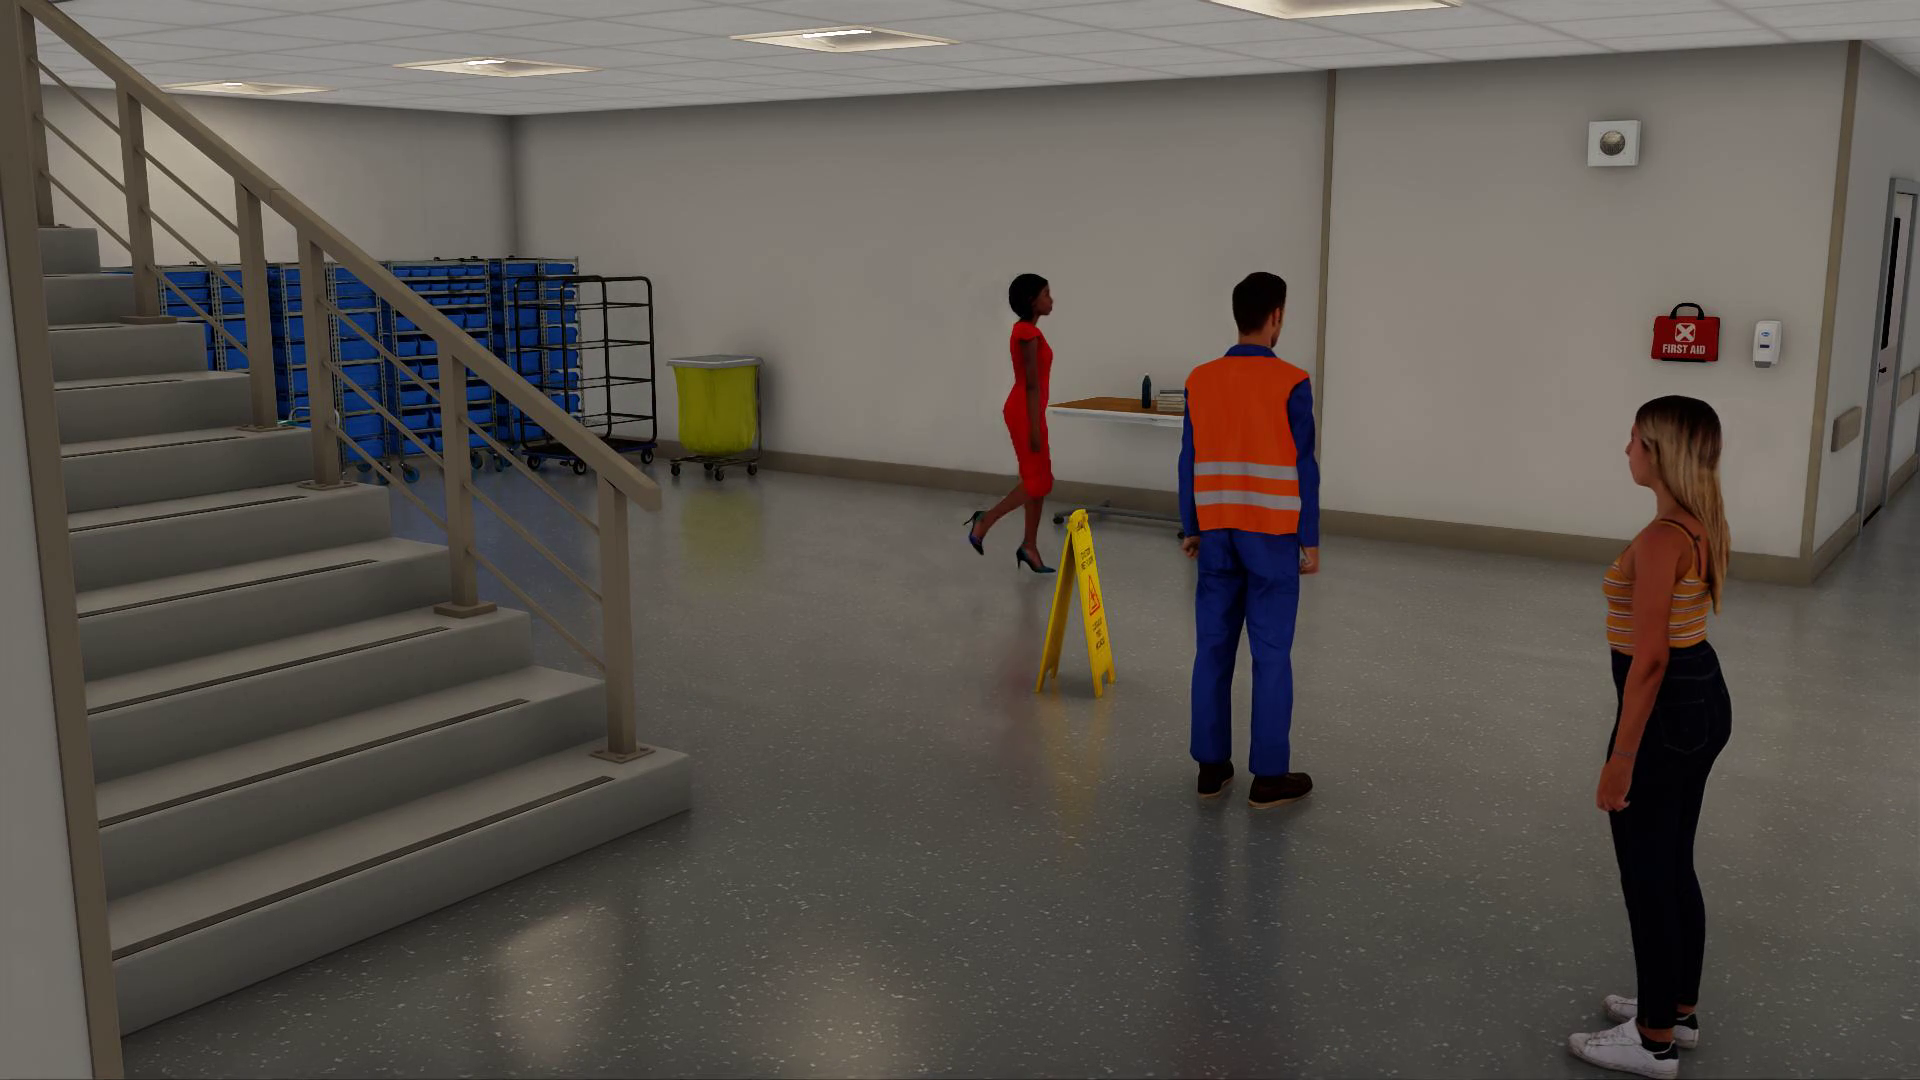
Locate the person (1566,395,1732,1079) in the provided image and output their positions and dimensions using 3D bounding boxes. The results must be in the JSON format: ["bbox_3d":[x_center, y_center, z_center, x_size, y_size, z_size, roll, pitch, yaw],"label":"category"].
[{"bbox_3d":[1.680,0.468,3.971,0.525,1.627,0.594,9,14,40],"label":"person"}]

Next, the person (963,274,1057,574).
[{"bbox_3d":[0.312,-0.646,9.567,0.891,1.728,0.801,0,11,1],"label":"person"}]

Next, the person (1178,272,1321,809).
[{"bbox_3d":[1.013,-0.002,5.823,0.524,1.859,0.739,8,13,35],"label":"person"}]
